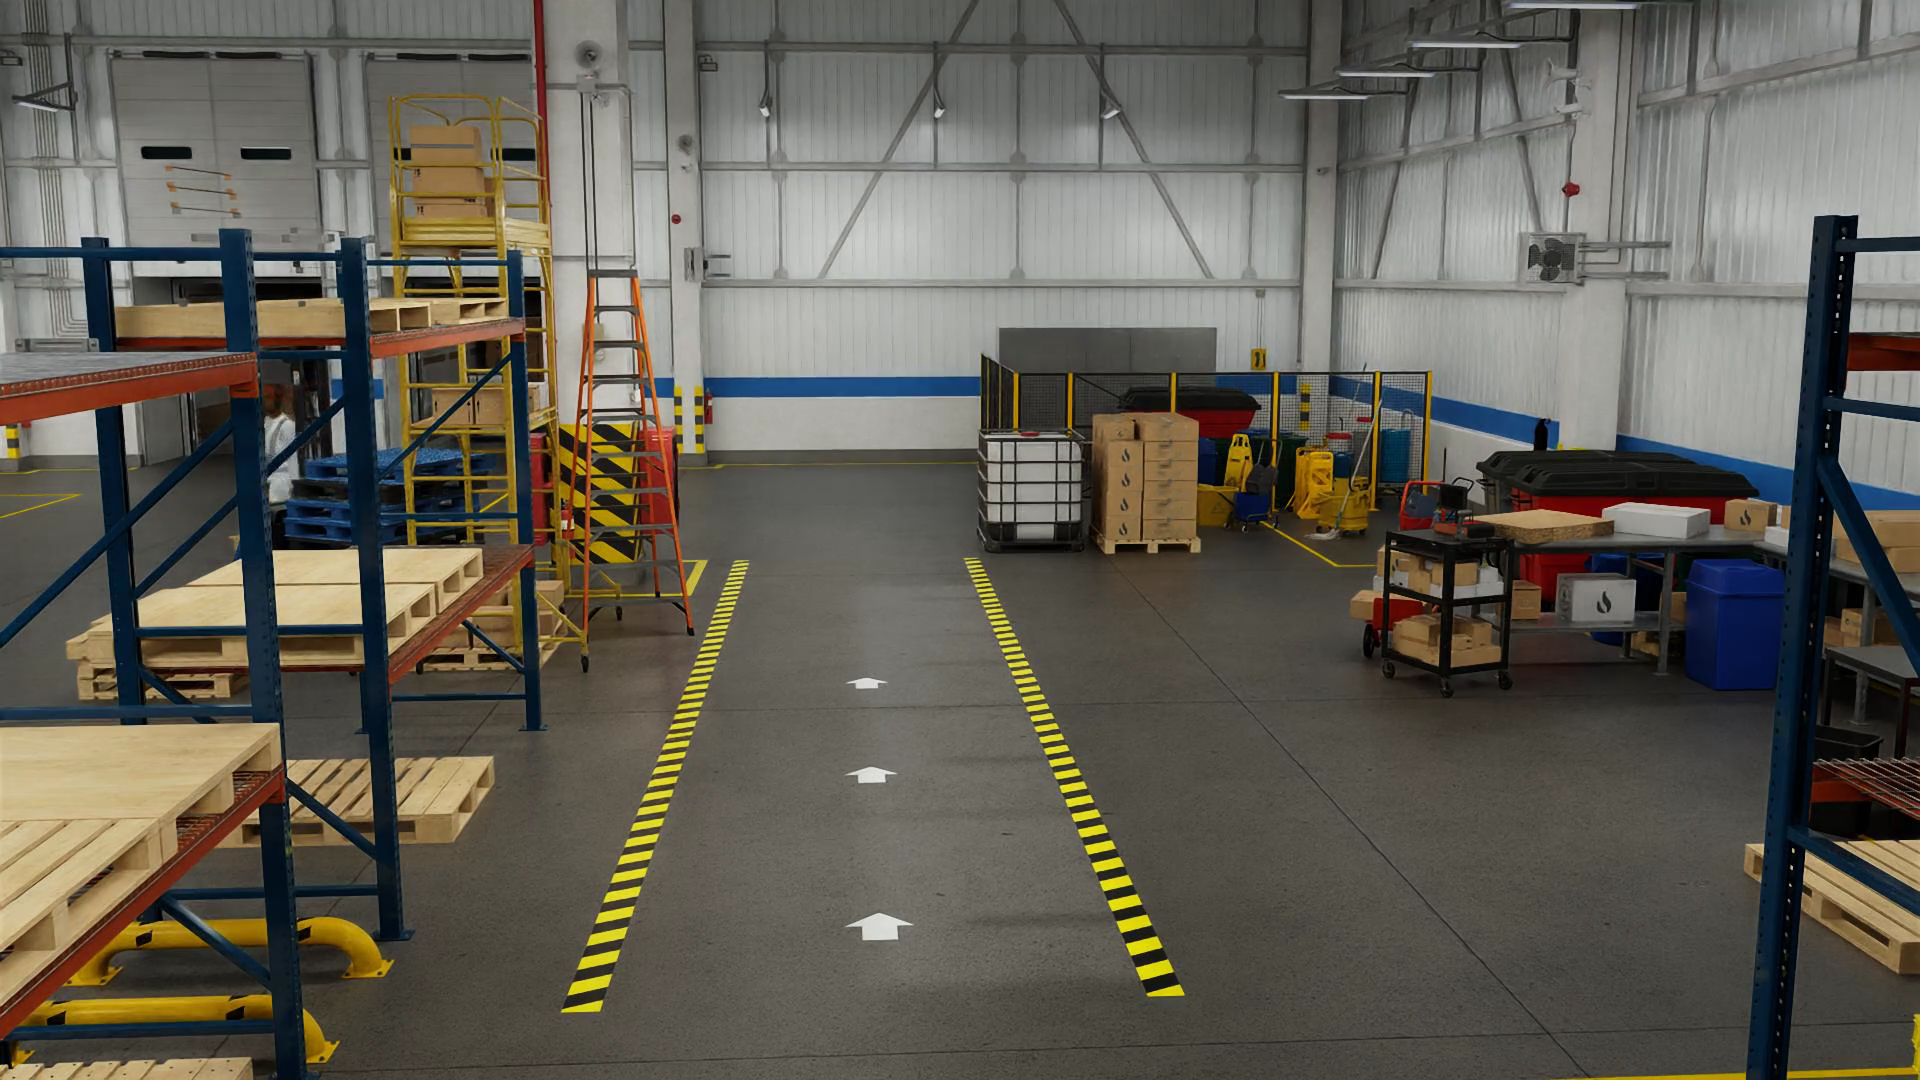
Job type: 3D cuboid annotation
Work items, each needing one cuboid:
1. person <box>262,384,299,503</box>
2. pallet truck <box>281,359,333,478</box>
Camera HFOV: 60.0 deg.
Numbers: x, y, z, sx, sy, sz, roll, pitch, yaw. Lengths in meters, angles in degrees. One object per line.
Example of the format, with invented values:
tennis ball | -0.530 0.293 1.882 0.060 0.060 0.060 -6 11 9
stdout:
person | -6.483 -0.590 16.043 0.812 1.856 0.575 -7 11 -36
pallet truck | -7.062 -1.131 18.996 1.885 1.965 0.823 2 9 13
